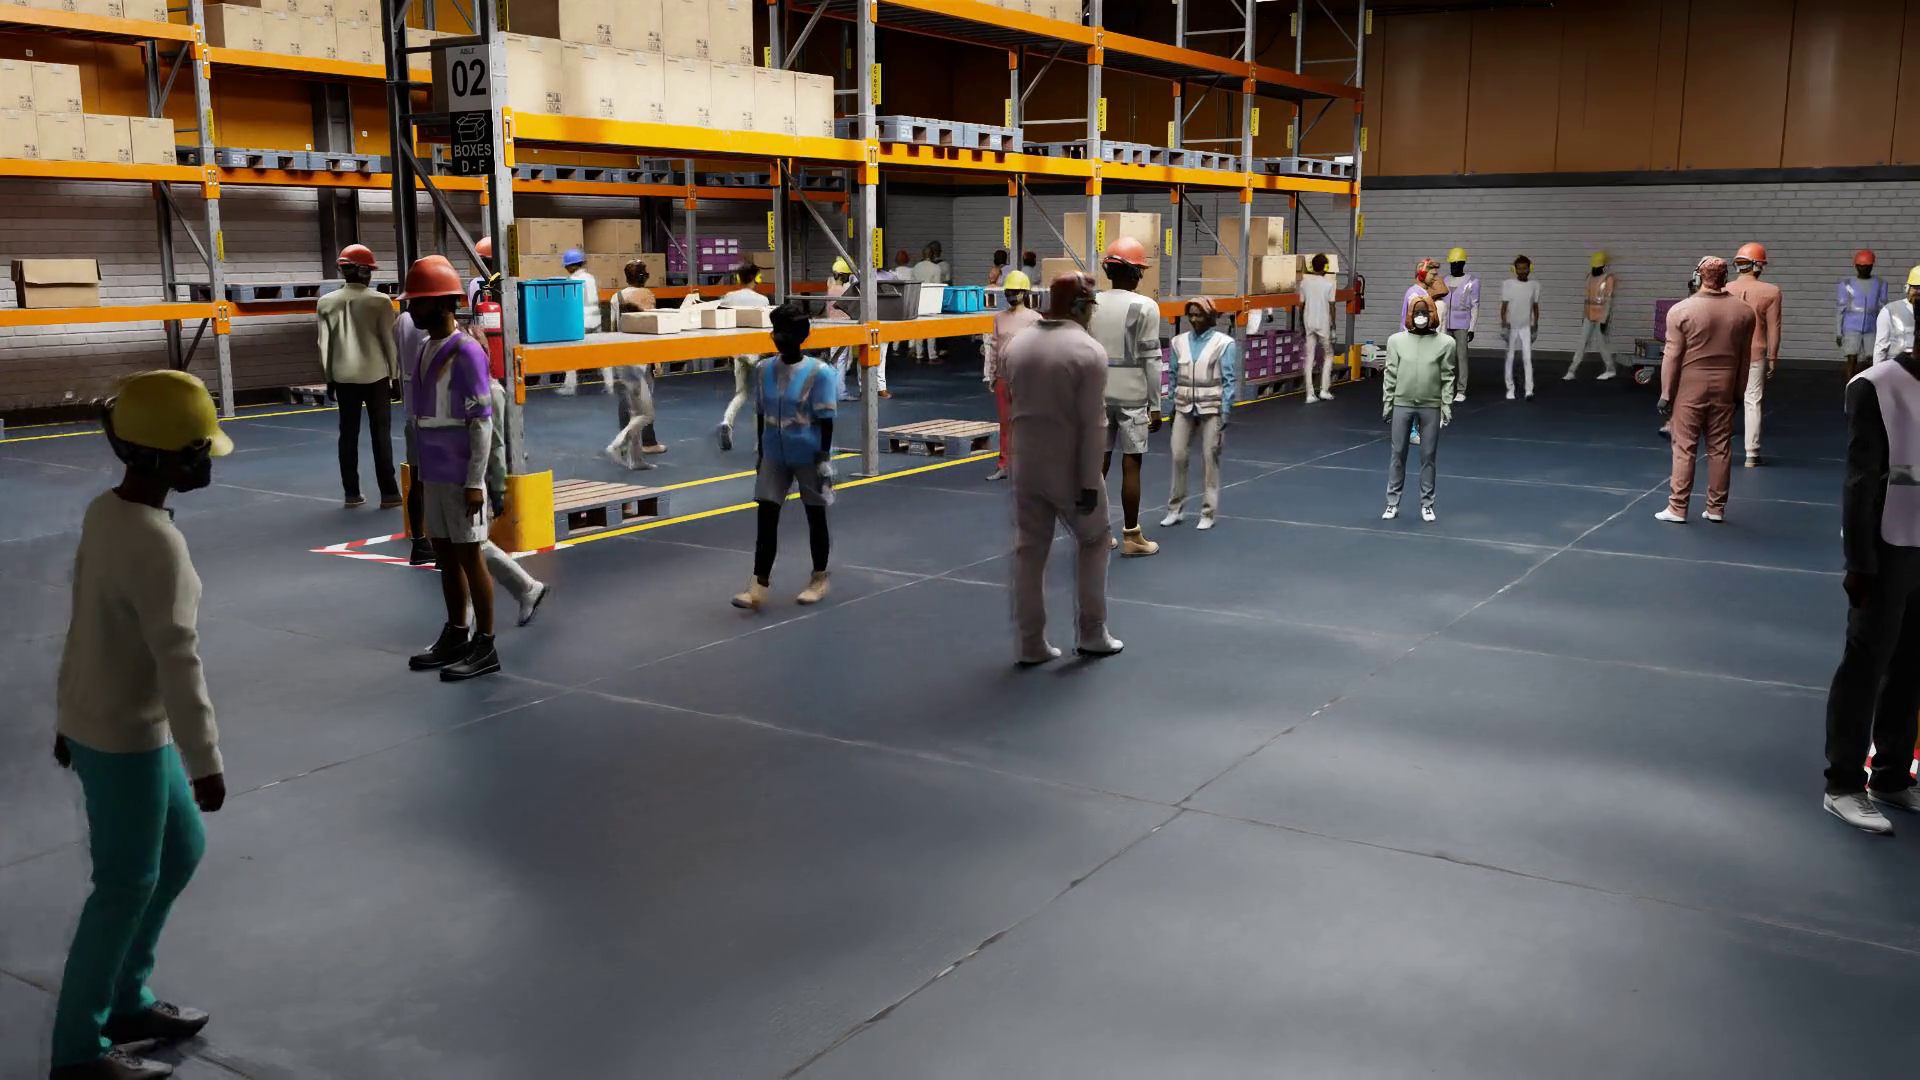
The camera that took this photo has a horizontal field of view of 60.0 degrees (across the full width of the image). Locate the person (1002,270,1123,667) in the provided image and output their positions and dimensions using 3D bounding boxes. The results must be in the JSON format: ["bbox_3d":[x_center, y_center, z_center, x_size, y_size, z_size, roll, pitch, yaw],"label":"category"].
[{"bbox_3d":[0.527,-0.343,7.991,0.633,1.873,0.742,8,13,39],"label":"person"}]

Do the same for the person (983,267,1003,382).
[{"bbox_3d":[0.513,-3.063,23.714,0.521,1.640,0.306,-1,10,-6],"label":"person"}]

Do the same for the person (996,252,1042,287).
[{"bbox_3d":[0.802,-2.903,22.129,0.652,1.891,0.569,-1,10,-5],"label":"person"}]

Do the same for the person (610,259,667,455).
[{"bbox_3d":[-3.053,-1.727,15.740,0.516,1.844,0.329,5,11,25],"label":"person"}]

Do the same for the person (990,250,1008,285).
[{"bbox_3d":[0.726,-4.286,29.930,0.429,1.842,0.635,4,11,23],"label":"person"}]

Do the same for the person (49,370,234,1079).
[{"bbox_3d":[-1.952,0.465,3.917,0.540,1.726,0.540,-7,12,-34],"label":"person"}]

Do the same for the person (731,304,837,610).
[{"bbox_3d":[-0.956,-0.430,9.016,0.553,1.663,0.769,5,11,24],"label":"person"}]

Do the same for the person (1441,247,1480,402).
[{"bbox_3d":[6.214,-2.696,20.885,0.587,1.928,0.363,10,14,43],"label":"person"}]

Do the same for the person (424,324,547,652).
[{"bbox_3d":[-2.409,-0.279,8.363,0.737,1.616,0.533,-10,14,-44],"label":"person"}]

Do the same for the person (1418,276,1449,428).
[{"bbox_3d":[5.134,-2.028,17.996,0.283,1.631,0.503,5,11,24],"label":"person"}]

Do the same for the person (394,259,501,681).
[{"bbox_3d":[-2.380,-0.320,7.688,0.362,1.935,0.553,-10,14,-43],"label":"person"}]

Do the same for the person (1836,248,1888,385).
[{"bbox_3d":[10.860,-2.550,20.071,0.570,1.925,0.556,3,11,14],"label":"person"}]

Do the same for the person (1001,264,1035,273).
[{"bbox_3d":[0.888,-3.692,26.460,0.642,1.909,0.399,-2,11,-13],"label":"person"}]

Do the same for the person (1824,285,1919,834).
[{"bbox_3d":[3.280,0.041,5.761,0.588,1.914,0.392,-4,11,-22],"label":"person"}]

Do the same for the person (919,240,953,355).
[{"bbox_3d":[-0.432,-4.268,29.279,0.688,2.000,0.596,4,11,23],"label":"person"}]

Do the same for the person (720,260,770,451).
[{"bbox_3d":[-2.050,-1.741,15.846,0.518,1.843,0.701,4,11,19],"label":"person"}]

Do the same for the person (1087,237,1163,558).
[{"bbox_3d":[1.040,-0.908,10.659,0.616,2.039,0.389,8,13,38],"label":"person"}]

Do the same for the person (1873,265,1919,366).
[{"bbox_3d":[7.856,-1.356,13.731,0.598,1.827,0.403,1,10,4],"label":"person"}]

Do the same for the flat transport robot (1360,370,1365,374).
[{"bbox_3d":[5.549,-2.667,25.313,1.431,0.197,0.652,3,11,17],"label":"flat transport robot"}]

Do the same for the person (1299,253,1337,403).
[{"bbox_3d":[4.521,-2.651,20.839,0.565,1.847,0.673,7,12,34],"label":"person"}]

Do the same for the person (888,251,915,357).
[{"bbox_3d":[-0.977,-4.114,28.980,0.588,1.853,0.883,-4,11,-19],"label":"person"}]

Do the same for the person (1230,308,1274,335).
[{"bbox_3d":[4.523,-3.501,25.655,0.743,1.807,0.648,-9,14,-41],"label":"person"}]

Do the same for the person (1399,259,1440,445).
[{"bbox_3d":[4.536,-1.866,16.527,0.389,1.839,0.563,4,11,19],"label":"person"}]

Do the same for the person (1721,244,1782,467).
[{"bbox_3d":[7.008,-1.649,14.914,0.612,1.987,0.399,7,12,33],"label":"person"}]

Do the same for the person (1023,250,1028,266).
[{"bbox_3d":[0.956,-3.480,25.282,0.549,1.908,0.923,-6,12,-29],"label":"person"}]

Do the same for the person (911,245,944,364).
[{"bbox_3d":[-0.527,-3.849,27.246,0.631,1.936,0.362,9,14,41],"label":"person"}]

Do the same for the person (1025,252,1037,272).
[{"bbox_3d":[1.315,-4.281,30.004,0.920,1.798,0.662,6,12,32],"label":"person"}]

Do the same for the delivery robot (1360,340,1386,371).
[{"bbox_3d":[5.996,-2.685,24.365,0.477,0.478,0.707,-3,11,-17],"label":"delivery robot"}]

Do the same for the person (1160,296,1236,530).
[{"bbox_3d":[1.683,-0.888,11.690,0.535,1.636,0.354,6,12,32],"label":"person"}]

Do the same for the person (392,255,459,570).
[{"bbox_3d":[-3.231,-0.783,10.288,0.545,1.932,0.386,7,12,32],"label":"person"}]

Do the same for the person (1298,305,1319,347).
[{"bbox_3d":[5.755,-3.727,27.042,0.403,1.767,0.671,-6,12,-30],"label":"person"}]

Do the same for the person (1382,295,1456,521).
[{"bbox_3d":[3.303,-0.948,12.011,0.498,1.634,0.281,3,11,17],"label":"person"}]

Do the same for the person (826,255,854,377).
[{"bbox_3d":[-1.723,-3.310,24.577,0.619,1.818,0.421,5,11,24],"label":"person"}]

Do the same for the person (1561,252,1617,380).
[{"bbox_3d":[9.202,-3.228,24.082,0.914,1.877,0.669,-4,11,-21],"label":"person"}]

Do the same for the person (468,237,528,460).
[{"bbox_3d":[-4.258,-1.736,15.233,0.365,2.048,0.608,-9,14,-40],"label":"person"}]

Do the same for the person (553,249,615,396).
[{"bbox_3d":[-4.910,-2.812,21.603,0.835,1.893,0.724,3,11,17],"label":"person"}]

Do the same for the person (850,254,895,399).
[{"bbox_3d":[-1.089,-2.751,21.156,0.632,1.940,0.372,-7,12,-33],"label":"person"}]

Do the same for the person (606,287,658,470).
[{"bbox_3d":[-2.861,-1.393,14.505,0.447,1.612,0.539,-4,11,-20],"label":"person"}]

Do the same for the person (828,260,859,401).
[{"bbox_3d":[-1.491,-2.629,20.961,0.310,1.770,0.522,-6,12,-29],"label":"person"}]

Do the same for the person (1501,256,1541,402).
[{"bbox_3d":[7.052,-2.642,20.918,0.482,1.814,0.939,2,10,11],"label":"person"}]

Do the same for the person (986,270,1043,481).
[{"bbox_3d":[0.465,-1.357,13.905,0.523,1.772,0.302,7,12,34],"label":"person"}]

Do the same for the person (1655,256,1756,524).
[{"bbox_3d":[5.298,-1.062,11.891,0.642,1.909,0.408,-1,10,-5],"label":"person"}]

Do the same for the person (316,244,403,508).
[{"bbox_3d":[-4.515,-1.228,12.585,0.608,1.987,0.391,1,10,4],"label":"person"}]

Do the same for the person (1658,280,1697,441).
[{"bbox_3d":[7.435,-1.814,16.757,0.919,1.637,0.537,-8,13,-39],"label":"person"}]
